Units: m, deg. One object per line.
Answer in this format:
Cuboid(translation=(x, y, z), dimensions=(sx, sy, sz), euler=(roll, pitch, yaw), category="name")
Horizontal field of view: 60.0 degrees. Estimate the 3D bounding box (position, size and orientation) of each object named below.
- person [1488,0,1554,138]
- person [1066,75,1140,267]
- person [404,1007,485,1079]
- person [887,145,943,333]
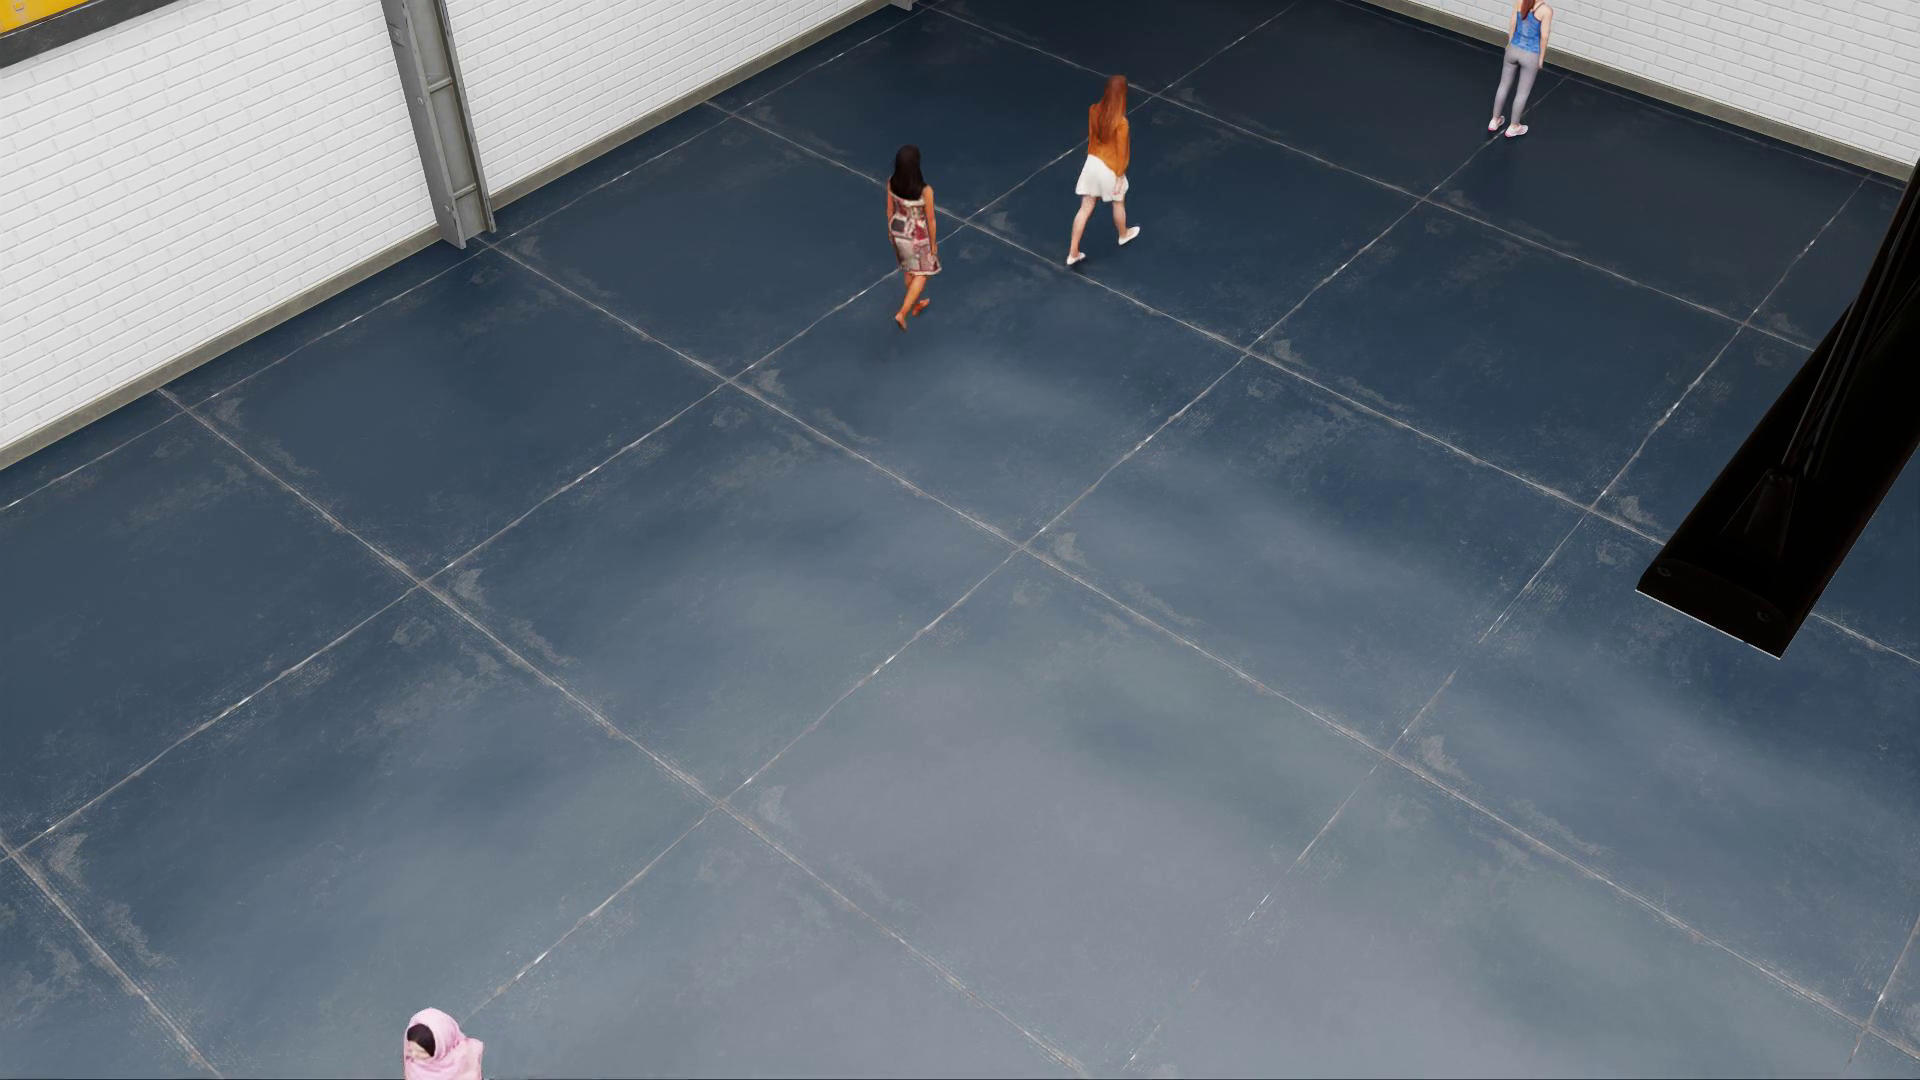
Cuboid(translation=(5.300, -4.574, 15.634), dimensions=(0.574, 1.611, 0.582), euler=(-33, 53, -30), category="person")
Cuboid(translation=(1.150, -3.071, 14.006), dimensions=(0.642, 1.680, 1.078), euler=(33, 52, 30), category="person")
Cuboid(translation=(-2.381, 2.652, 8.055), dimensions=(1.064, 1.602, 0.765), euler=(-30, 51, -28), category="person")
Cuboid(translation=(-0.420, -2.389, 13.328), dimensions=(0.751, 1.629, 0.967), euler=(19, 47, 18), category="person")
